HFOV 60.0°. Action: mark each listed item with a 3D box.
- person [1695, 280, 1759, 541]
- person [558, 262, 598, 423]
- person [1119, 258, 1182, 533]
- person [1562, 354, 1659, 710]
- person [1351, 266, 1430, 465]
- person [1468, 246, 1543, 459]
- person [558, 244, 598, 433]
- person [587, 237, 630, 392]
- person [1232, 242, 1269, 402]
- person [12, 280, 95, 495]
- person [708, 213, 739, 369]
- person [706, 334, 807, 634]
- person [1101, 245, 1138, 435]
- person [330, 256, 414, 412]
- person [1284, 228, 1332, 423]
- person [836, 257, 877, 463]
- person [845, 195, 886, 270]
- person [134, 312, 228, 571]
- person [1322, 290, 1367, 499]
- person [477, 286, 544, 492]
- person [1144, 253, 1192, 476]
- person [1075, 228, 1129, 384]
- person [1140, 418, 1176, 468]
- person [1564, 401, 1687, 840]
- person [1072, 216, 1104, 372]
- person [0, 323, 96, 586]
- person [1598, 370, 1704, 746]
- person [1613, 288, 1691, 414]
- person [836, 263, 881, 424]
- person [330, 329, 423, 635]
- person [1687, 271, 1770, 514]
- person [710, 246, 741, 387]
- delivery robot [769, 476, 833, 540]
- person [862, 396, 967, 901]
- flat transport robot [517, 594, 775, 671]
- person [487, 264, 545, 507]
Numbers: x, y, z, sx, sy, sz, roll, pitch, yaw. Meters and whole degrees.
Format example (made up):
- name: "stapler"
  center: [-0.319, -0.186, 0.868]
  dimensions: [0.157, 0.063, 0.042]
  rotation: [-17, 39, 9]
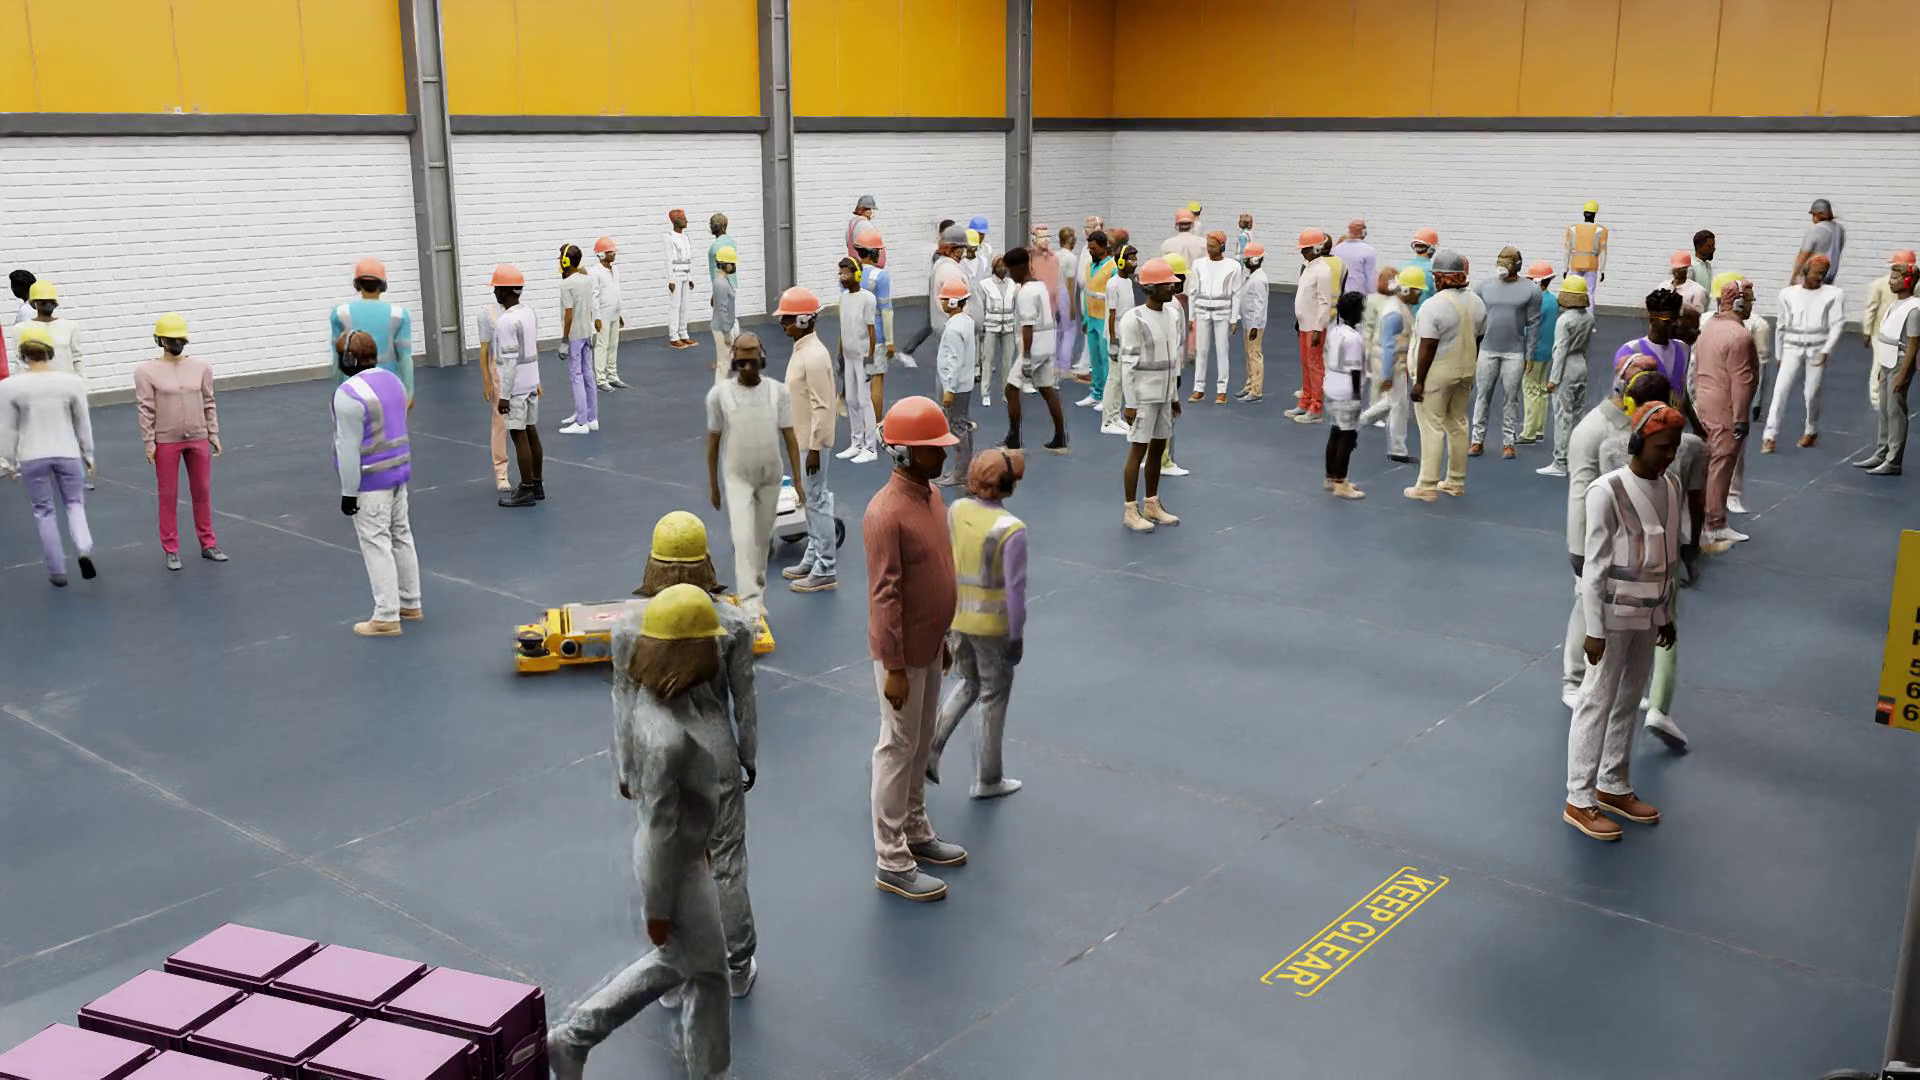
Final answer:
- name: "person"
  center: [5.646, -0.955, 12.262]
  dimensions: [0.410, 1.908, 0.643]
  rotation: [-1, 14, -3]
- name: "person"
  center: [-3.879, -2.008, 16.812]
  dimensions: [0.304, 1.739, 0.485]
  rotation: [-9, 16, -31]
- name: "person"
  center: [1.455, -1.088, 12.506]
  dimensions: [0.356, 2.047, 0.615]
  rotation: [13, 19, 43]
- name: "person"
  center: [3.394, -0.017, 8.548]
  dimensions: [0.652, 1.897, 0.394]
  rotation: [-8, 16, -28]
- name: "person"
  center: [3.830, -1.566, 14.939]
  dimensions: [0.694, 1.798, 0.634]
  rotation: [6, 15, 21]
- name: "person"
  center: [4.966, -1.714, 15.238]
  dimensions: [0.632, 1.937, 0.372]
  rotation: [6, 15, 22]
- name: "person"
  center: [-3.809, -1.988, 16.464]
  dimensions: [0.329, 1.872, 0.507]
  rotation: [4, 15, 17]
- name: "person"
  center: [-4.041, -2.593, 19.108]
  dimensions: [0.321, 1.755, 0.563]
  rotation: [5, 15, 19]
- name: "person"
  center: [3.220, -2.404, 18.371]
  dimensions: [0.327, 1.747, 0.559]
  rotation: [0, 14, 0]
- name: "person"
  center: [-7.494, -1.258, 13.754]
  dimensions: [0.301, 1.772, 0.524]
  rotation: [13, 19, 41]
- name: "person"
  center: [-2.967, -3.106, 20.793]
  dimensions: [0.371, 1.941, 0.627]
  rotation: [2, 14, 10]
- name: "person"
  center: [-1.203, -0.324, 9.937]
  dimensions: [0.542, 1.798, 0.921]
  rotation: [-5, 15, -19]
- name: "person"
  center: [1.591, -1.971, 16.428]
  dimensions: [0.328, 1.862, 0.503]
  rotation: [8, 16, 28]
- name: "person"
  center: [-4.648, -1.241, 13.220]
  dimensions: [0.608, 2.008, 0.971]
  rotation: [-6, 15, -21]
- name: "person"
  center: [3.592, -2.197, 17.059]
  dimensions: [0.391, 1.988, 0.611]
  rotation: [-1, 14, -5]
- name: "person"
  center: [-0.951, -1.630, 15.073]
  dimensions: [0.347, 1.857, 0.521]
  rotation: [-12, 18, -39]
- name: "person"
  center: [-1.326, -3.924, 23.855]
  dimensions: [0.536, 2.000, 0.673]
  rotation: [-7, 16, -27]
- name: "person"
  center: [-5.367, -0.686, 11.472]
  dimensions: [0.306, 1.770, 0.525]
  rotation: [13, 19, 42]
- name: "person"
  center: [3.154, -1.184, 13.623]
  dimensions: [0.329, 1.692, 0.563]
  rotation: [-2, 14, -7]
- name: "person"
  center: [-3.739, -1.331, 13.888]
  dimensions: [0.508, 1.847, 0.345]
  rotation: [-10, 17, -34]
- name: "person"
  center: [1.808, -1.530, 14.516]
  dimensions: [0.377, 1.929, 0.585]
  rotation: [-2, 14, -9]
- name: "person"
  center: [1.814, -2.706, 19.417]
  dimensions: [1.018, 1.821, 0.591]
  rotation: [5, 15, 18]
- name: "person"
  center: [1.752, -1.393, 14.569]
  dimensions: [0.278, 1.633, 0.502]
  rotation: [-3, 14, -10]
- name: "person"
  center: [2.872, 0.337, 7.141]
  dimensions: [0.573, 1.887, 0.354]
  rotation: [-10, 17, -34]
- name: "person"
  center: [1.646, -3.039, 20.592]
  dimensions: [0.409, 1.907, 0.651]
  rotation: [-6, 15, -23]
- name: "person"
  center: [-5.983, -0.541, 10.929]
  dimensions: [0.533, 1.741, 0.454]
  rotation: [-10, 17, -36]
- name: "person"
  center: [3.401, 0.099, 8.213]
  dimensions: [0.544, 1.836, 0.642]
  rotation: [4, 15, 15]
- name: "person"
  center: [4.620, -0.708, 11.152]
  dimensions: [0.614, 1.963, 0.361]
  rotation: [-6, 15, -23]
- name: "person"
  center: [-1.004, -1.982, 16.828]
  dimensions: [0.474, 1.673, 0.551]
  rotation: [8, 16, 30]
- name: "person"
  center: [-3.535, -0.351, 10.028]
  dimensions: [0.431, 1.832, 0.643]
  rotation: [2, 14, 8]
- name: "person"
  center: [5.992, -1.148, 13.053]
  dimensions: [0.591, 1.904, 0.492]
  rotation: [12, 19, 40]
- name: "person"
  center: [-2.481, -2.233, 17.678]
  dimensions: [0.344, 1.758, 0.532]
  rotation: [-2, 14, -8]
- name: "delivery robot"
  center: [-1.250, -0.210, 11.834]
  dimensions: [0.707, 0.478, 0.477]
  rotation: [-13, 19, -42]
- name: "person"
  center: [-0.181, 0.418, 6.599]
  dimensions: [0.377, 1.995, 0.612]
  rotation: [4, 15, 16]
- name: "flat transport robot"
  center: [-1.834, 0.522, 9.678]
  dimensions: [1.431, 0.197, 0.652]
  rotation: [-4, 14, -14]
- name: "person"
  center: [-3.555, -1.229, 13.296]
  dimensions: [0.360, 1.938, 0.544]
  rotation: [2, 14, 7]
